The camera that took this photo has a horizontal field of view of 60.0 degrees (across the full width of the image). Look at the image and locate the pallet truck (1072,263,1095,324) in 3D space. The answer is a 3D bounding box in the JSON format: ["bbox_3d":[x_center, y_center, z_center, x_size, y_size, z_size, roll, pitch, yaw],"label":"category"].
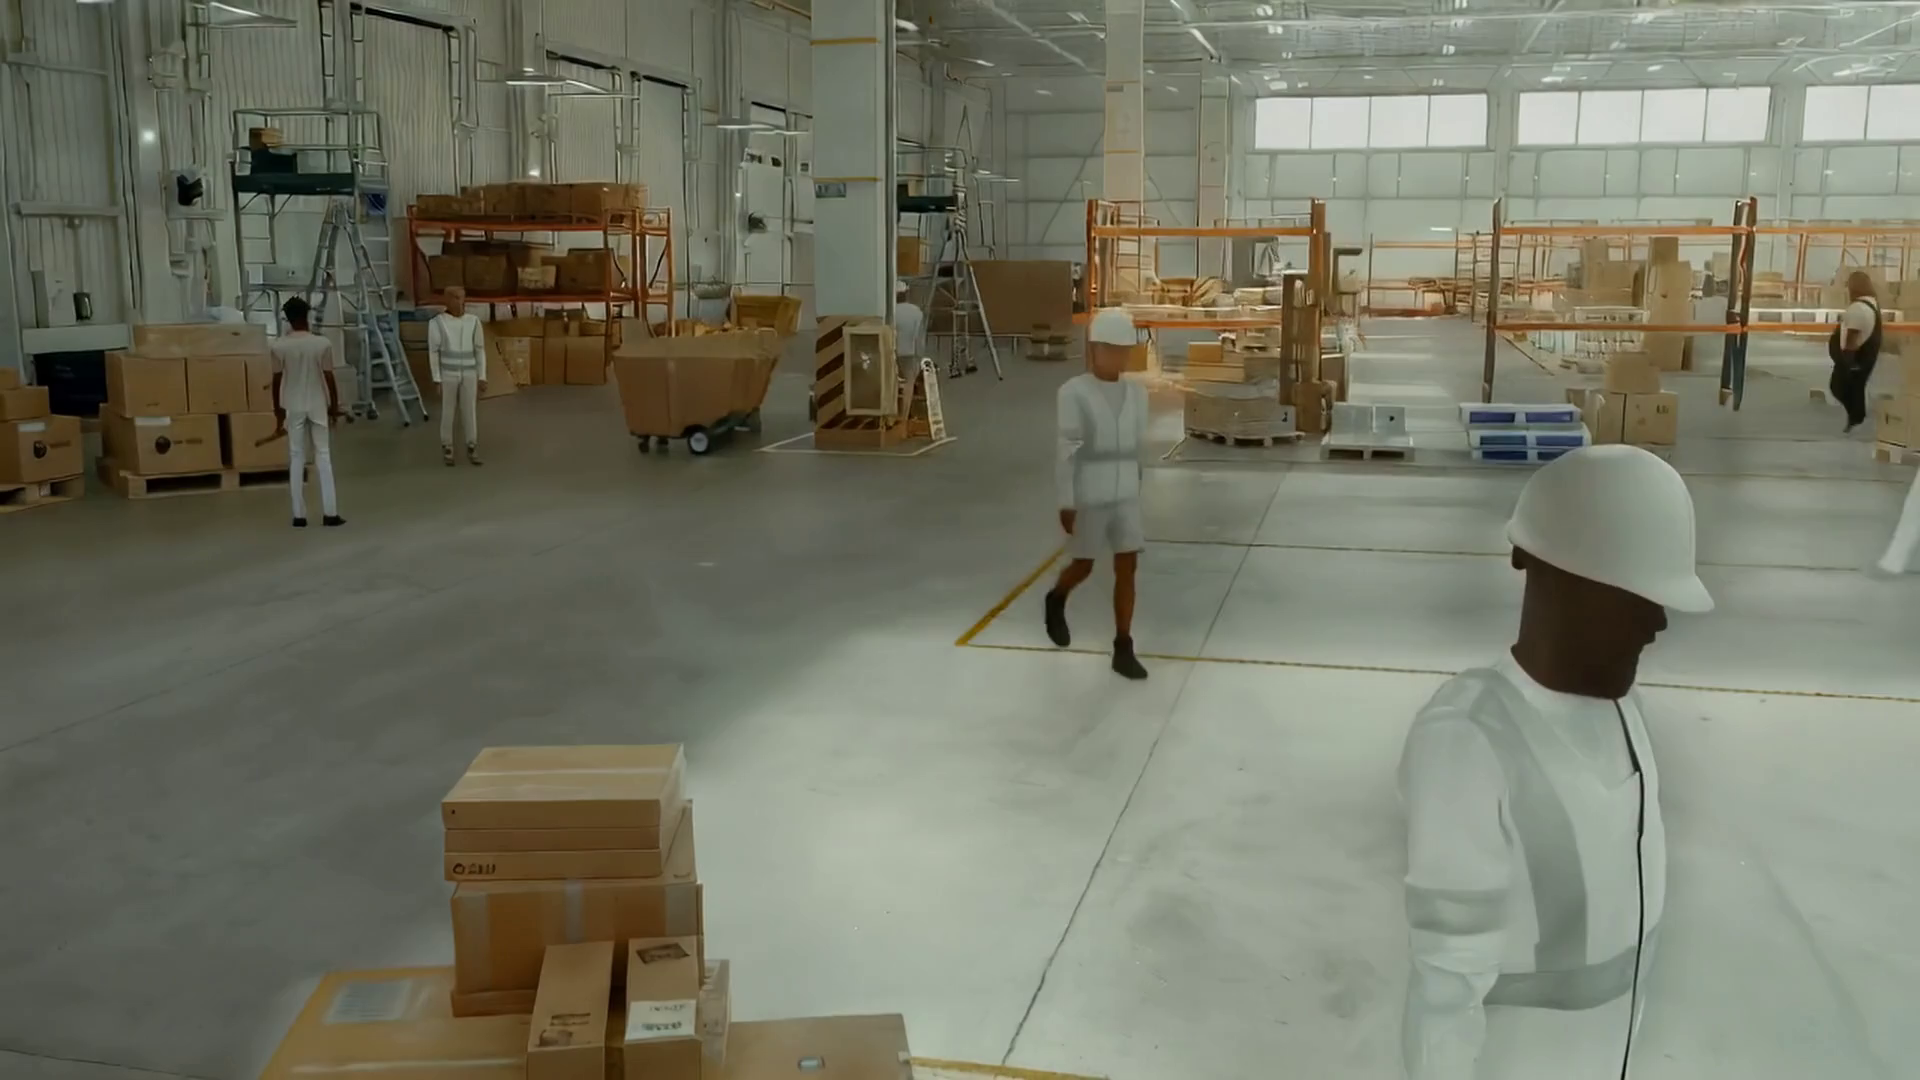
[{"bbox_3d":[4.325,-8.180,55.162,0.823,1.965,1.885,6,11,31],"label":"pallet truck"}]

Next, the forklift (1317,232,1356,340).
[{"bbox_3d":[9.533,-6.682,43.748,1.873,2.768,1.129,2,10,14],"label":"forklift"}]

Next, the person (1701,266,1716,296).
[{"bbox_3d":[22.856,-7.404,50.815,0.367,1.931,0.631,5,11,29],"label":"person"}]

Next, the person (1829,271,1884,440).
[{"bbox_3d":[10.674,-2.200,19.827,0.700,2.000,0.568,-7,12,-36],"label":"person"}]

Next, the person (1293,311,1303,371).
[{"bbox_3d":[6.621,-4.103,31.936,0.321,1.736,0.488,6,11,31],"label":"person"}]

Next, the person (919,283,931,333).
[{"bbox_3d":[-0.917,-6.883,48.442,0.541,1.686,0.588,5,11,27],"label":"person"}]

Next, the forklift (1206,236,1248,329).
[{"bbox_3d":[8.478,-7.818,50.437,1.873,2.768,1.129,3,10,18],"label":"forklift"}]

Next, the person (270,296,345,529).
[{"bbox_3d":[-5.255,-1.017,13.380,0.518,1.865,0.323,-1,10,-8],"label":"person"}]

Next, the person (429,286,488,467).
[{"bbox_3d":[-5.230,-1.703,17.360,0.584,1.882,0.337,-6,11,-32],"label":"person"}]

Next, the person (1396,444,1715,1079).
[{"bbox_3d":[0.862,0.809,2.471,0.379,1.918,0.585,8,13,41],"label":"person"}]

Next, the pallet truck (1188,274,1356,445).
[{"bbox_3d":[3.653,-2.138,19.590,1.885,1.965,0.823,-4,10,-20],"label":"pallet truck"}]

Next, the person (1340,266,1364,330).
[{"bbox_3d":[10.564,-6.405,44.888,0.628,1.940,0.377,2,10,14],"label":"person"}]

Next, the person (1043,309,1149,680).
[{"bbox_3d":[0.730,-0.264,8.801,0.552,1.918,0.800,-4,11,-24],"label":"person"}]

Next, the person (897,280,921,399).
[{"bbox_3d":[-0.769,-2.525,22.158,0.594,1.904,0.826,-4,10,-23],"label":"person"}]

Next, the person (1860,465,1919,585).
[{"bbox_3d":[6.420,-0.548,10.744,0.571,1.837,1.007,-4,11,-23],"label":"person"}]
